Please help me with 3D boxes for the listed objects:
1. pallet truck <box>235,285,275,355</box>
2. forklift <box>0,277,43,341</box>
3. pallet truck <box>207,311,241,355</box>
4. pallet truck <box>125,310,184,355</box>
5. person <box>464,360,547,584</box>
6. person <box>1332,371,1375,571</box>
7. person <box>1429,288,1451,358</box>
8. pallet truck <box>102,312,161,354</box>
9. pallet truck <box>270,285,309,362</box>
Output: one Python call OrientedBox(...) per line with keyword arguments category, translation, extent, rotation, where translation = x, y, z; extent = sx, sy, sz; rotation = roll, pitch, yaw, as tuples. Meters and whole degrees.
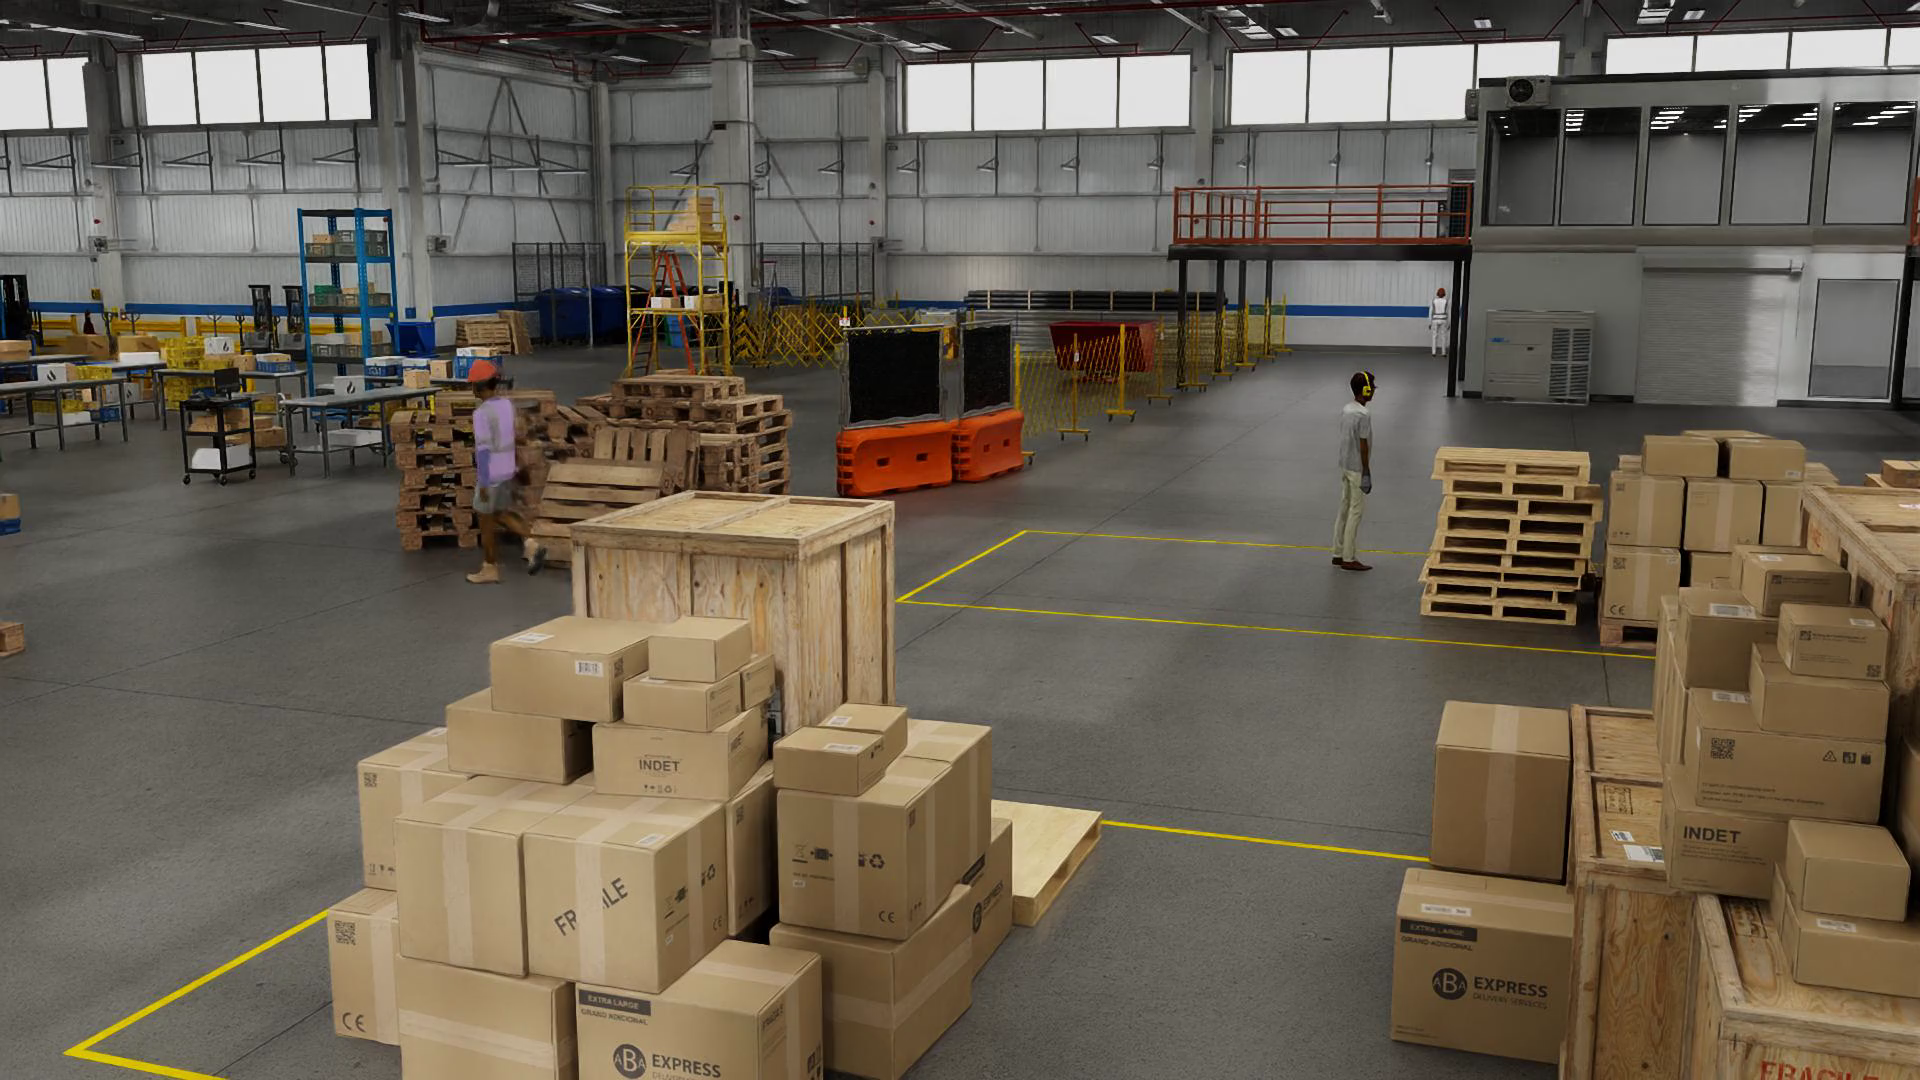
OrientedBox(category="pallet truck", translation=(-18.327, -5.835, 44.421), extent=(0.823, 1.965, 1.885), rotation=(4, 11, 23))
OrientedBox(category="forklift", translation=(-27.151, -6.329, 46.328), extent=(1.157, 1.987, 2.680), rotation=(3, 11, 17))
OrientedBox(category="pallet truck", translation=(-19.537, -5.575, 44.913), extent=(0.653, 1.274, 1.630), rotation=(3, 11, 19))
OrientedBox(category="pallet truck", translation=(-22.038, -5.665, 45.457), extent=(0.704, 1.261, 1.522), rotation=(3, 11, 17))
OrientedBox(category="person", translation=(-4.088, -0.594, 14.843), extent=(0.651, 2.021, 0.632), rotation=(3, 10, 16))
OrientedBox(category="person", translation=(3.706, -0.640, 15.563), extent=(0.331, 1.862, 0.506), rotation=(-2, 10, -12))
OrientedBox(category="person", translation=(12.891, -5.824, 44.686), extent=(0.574, 1.883, 0.361), rotation=(4, 11, 20))
OrientedBox(category="pallet truck", translation=(-23.057, -5.777, 46.261), extent=(0.680, 1.201, 1.601), rotation=(3, 11, 19))
OrientedBox(category="pallet truck", translation=(-17.147, -5.700, 43.663), extent=(0.823, 1.965, 1.885), rotation=(3, 11, 17))
